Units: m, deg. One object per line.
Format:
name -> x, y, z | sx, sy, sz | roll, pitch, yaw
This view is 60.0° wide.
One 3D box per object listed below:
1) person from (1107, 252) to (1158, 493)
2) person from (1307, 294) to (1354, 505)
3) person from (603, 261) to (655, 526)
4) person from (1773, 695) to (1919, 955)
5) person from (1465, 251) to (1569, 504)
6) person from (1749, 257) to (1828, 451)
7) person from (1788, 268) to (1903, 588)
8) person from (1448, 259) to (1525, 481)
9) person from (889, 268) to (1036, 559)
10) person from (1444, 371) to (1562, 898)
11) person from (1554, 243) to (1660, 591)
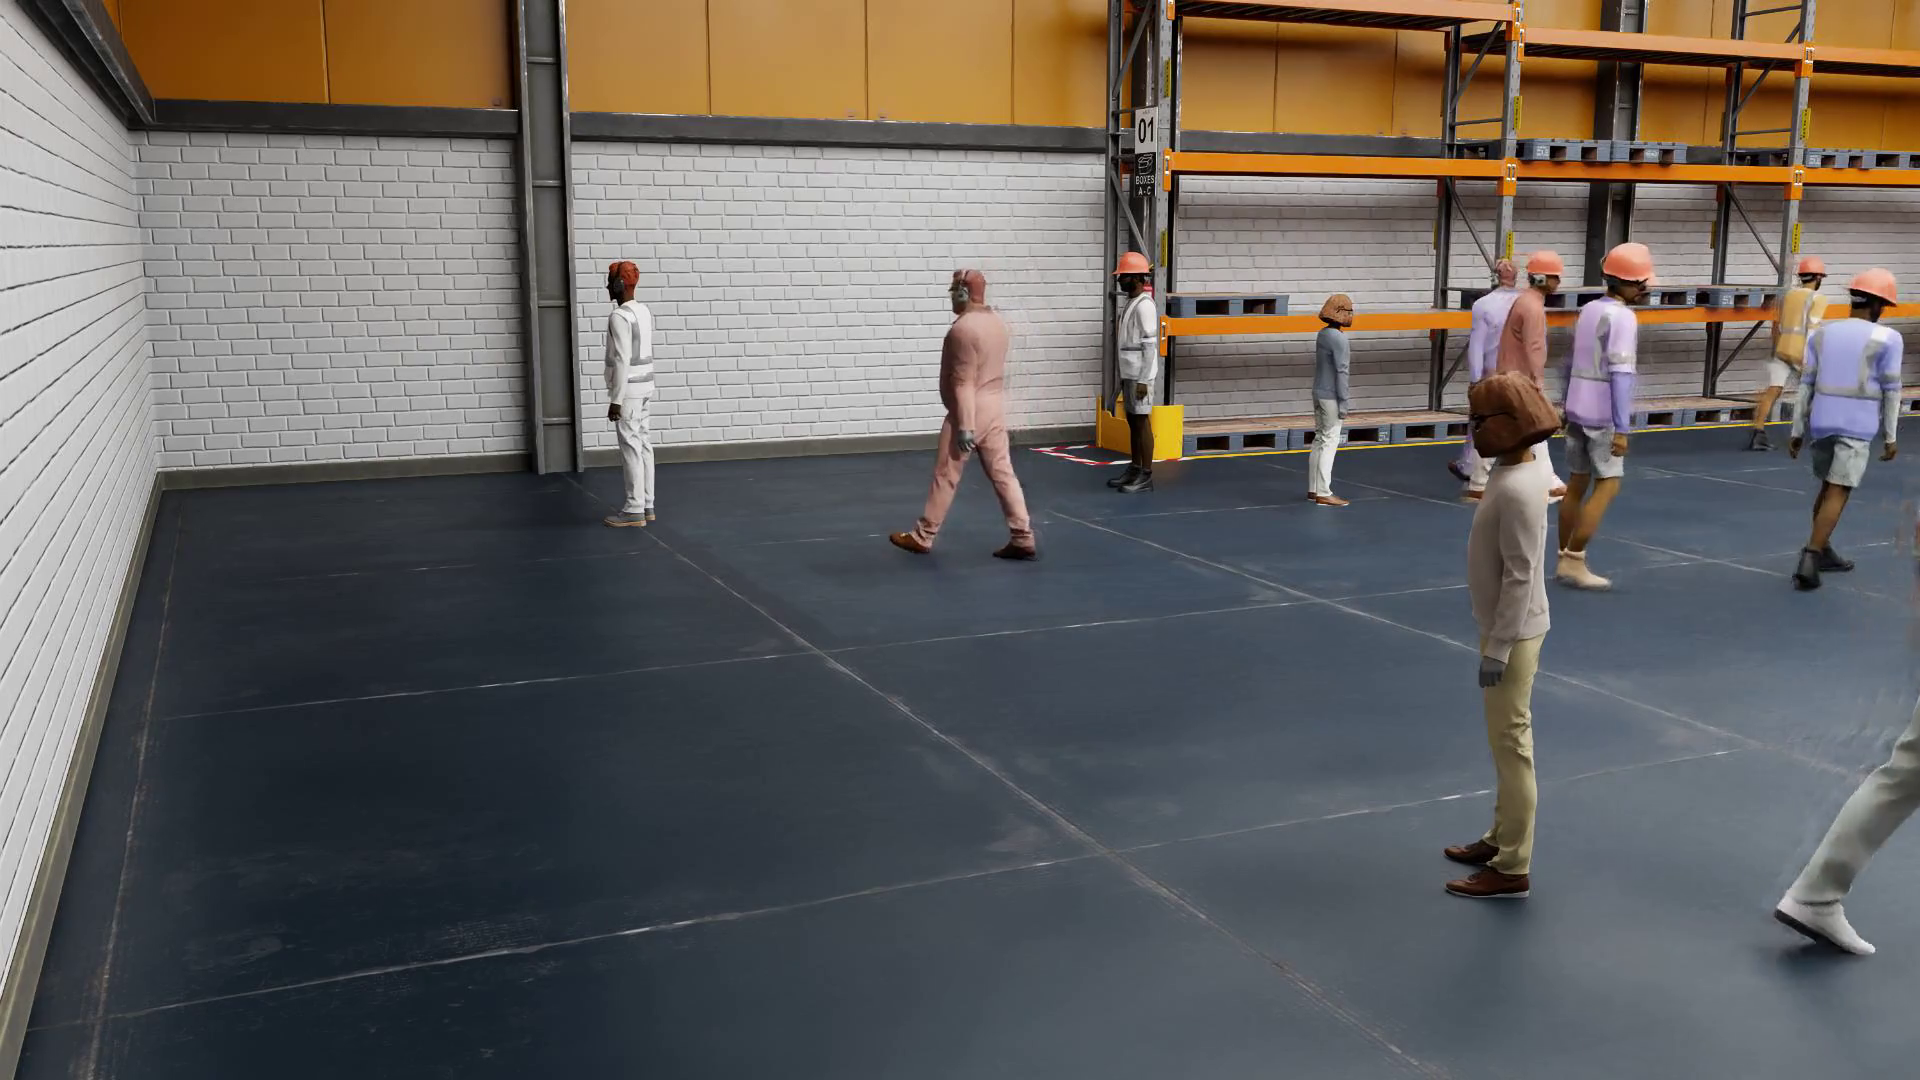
person -> 1.406, -1.348, 13.456 | 0.373, 1.939, 0.545 | -1, 10, -8
person -> 2.868, -1.079, 12.833 | 0.280, 1.624, 0.494 | -2, 10, -9
person -> -2.368, -1.038, 11.883 | 0.350, 1.882, 0.583 | 1, 10, 8
person -> 2.817, 0.284, 4.547 | 1.009, 1.883, 0.590 | 0, 10, 1
person -> 4.374, -1.216, 12.694 | 0.973, 1.940, 0.631 | 3, 11, 15
person -> 8.135, -1.796, 16.127 | 1.063, 1.863, 0.554 | -4, 11, -21
person -> 5.182, -0.656, 9.836 | 0.915, 1.884, 0.552 | -6, 12, -30
person -> 4.434, -1.375, 13.775 | 0.677, 1.864, 0.947 | -2, 10, -8
person -> 0.057, -0.799, 10.637 | 1.016, 1.850, 0.668 | 5, 12, 28
person -> 1.679, 0.294, 5.156 | 0.279, 1.633, 0.499 | 3, 11, 18
person -> 3.752, -0.721, 9.770 | 0.442, 2.021, 0.787 | -1, 10, -4
